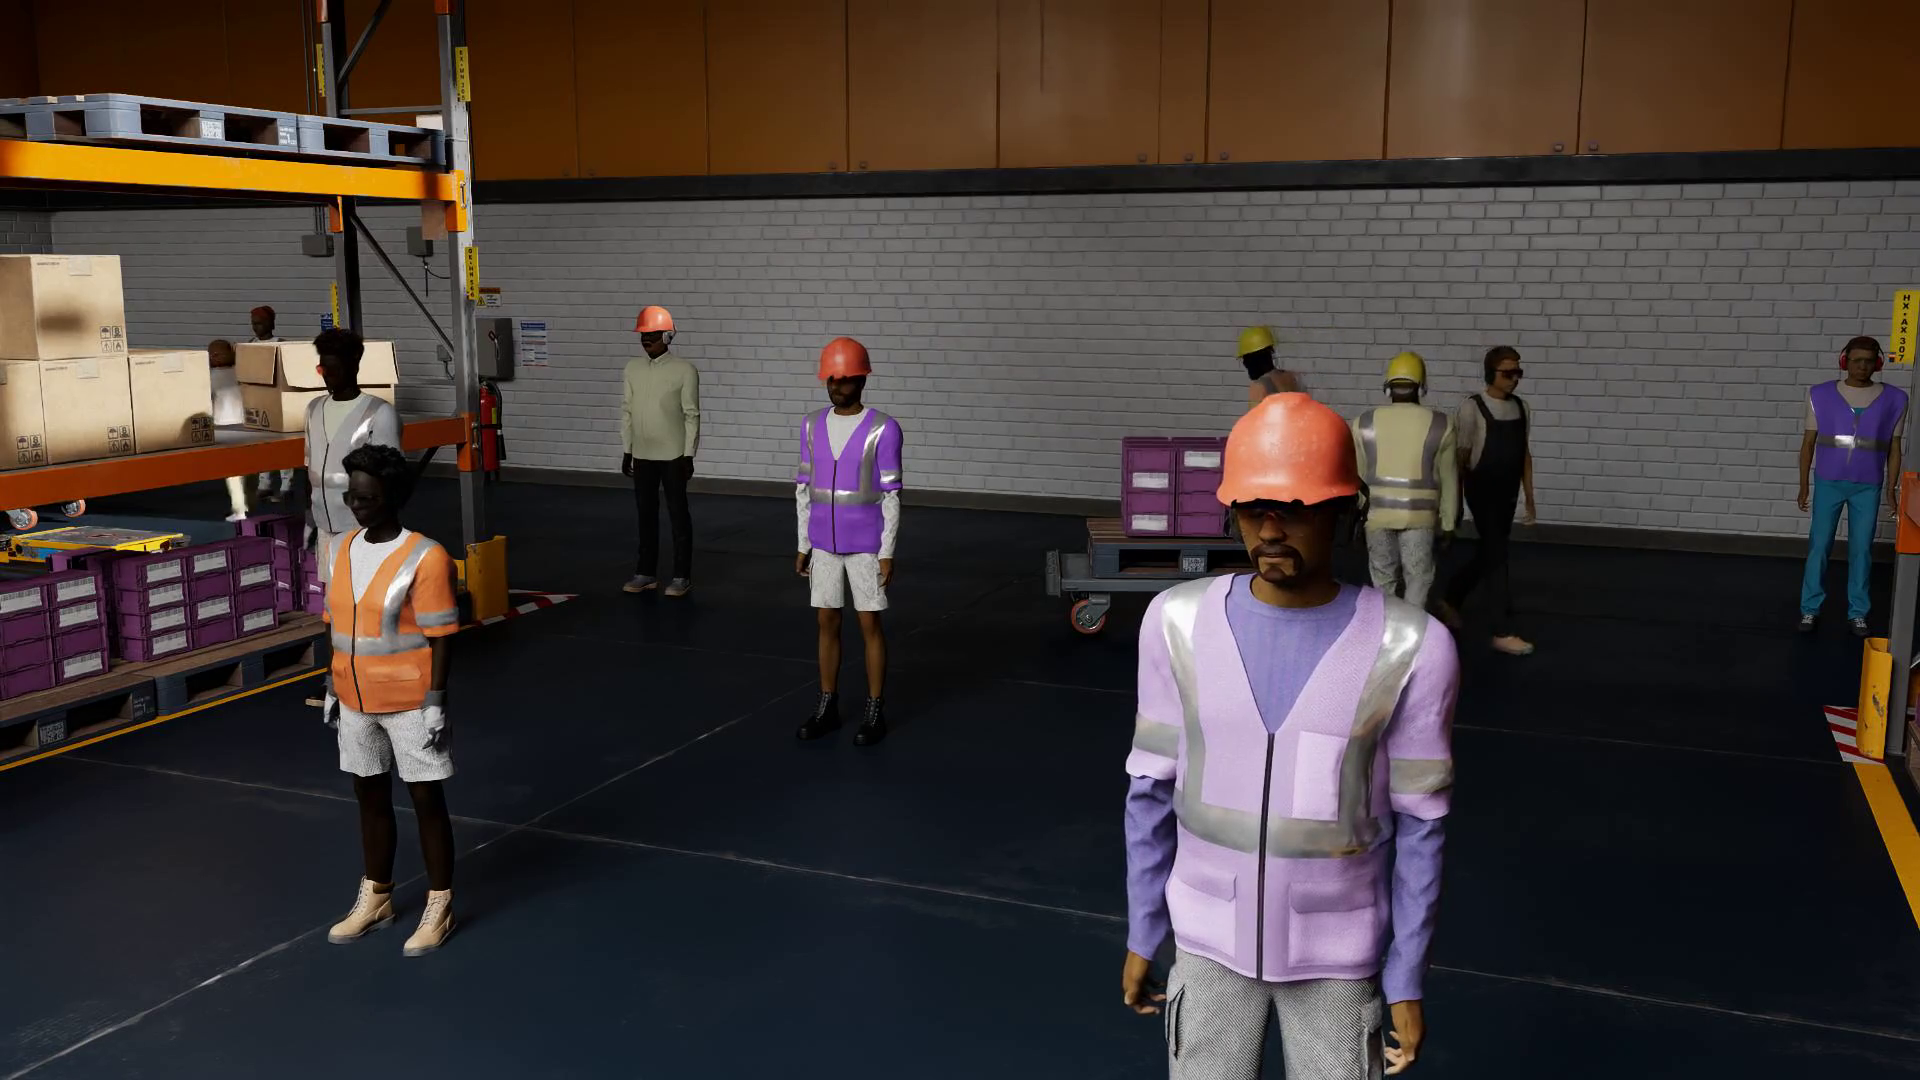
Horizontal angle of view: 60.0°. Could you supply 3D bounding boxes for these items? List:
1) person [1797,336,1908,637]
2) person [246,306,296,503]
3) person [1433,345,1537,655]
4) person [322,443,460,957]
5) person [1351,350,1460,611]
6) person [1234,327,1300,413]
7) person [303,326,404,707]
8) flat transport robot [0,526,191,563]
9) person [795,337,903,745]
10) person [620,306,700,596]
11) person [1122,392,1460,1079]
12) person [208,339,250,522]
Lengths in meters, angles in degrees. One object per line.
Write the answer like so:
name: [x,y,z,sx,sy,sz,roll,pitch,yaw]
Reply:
person: [5.473,-0.331,10.244,0.567,1.843,0.389,4,10,22]
person: [-6.643,-1.296,15.977,0.576,1.882,0.355,4,10,22]
person: [3.168,-0.270,9.993,0.525,1.810,0.882,-5,10,-26]
person: [-1.891,0.523,5.506,0.534,1.699,0.318,4,10,22]
person: [2.425,-0.134,9.148,0.599,1.810,0.699,3,10,20]
person: [2.046,-0.504,11.256,1.017,1.846,0.644,6,11,30]
person: [-3.113,-0.104,8.495,0.606,1.967,0.367,4,10,22]
flat transport robot: [-6.591,0.058,12.639,1.431,0.197,0.652,4,10,22]
person: [-0.540,0.008,7.903,0.544,1.938,0.355,4,10,22]
person: [-2.079,-0.612,11.489,0.611,1.995,0.375,4,10,22]
person: [0.593,0.746,3.116,0.608,2.044,0.370,4,10,22]
person: [-6.501,-0.962,14.728,0.485,1.613,0.538,7,11,35]
